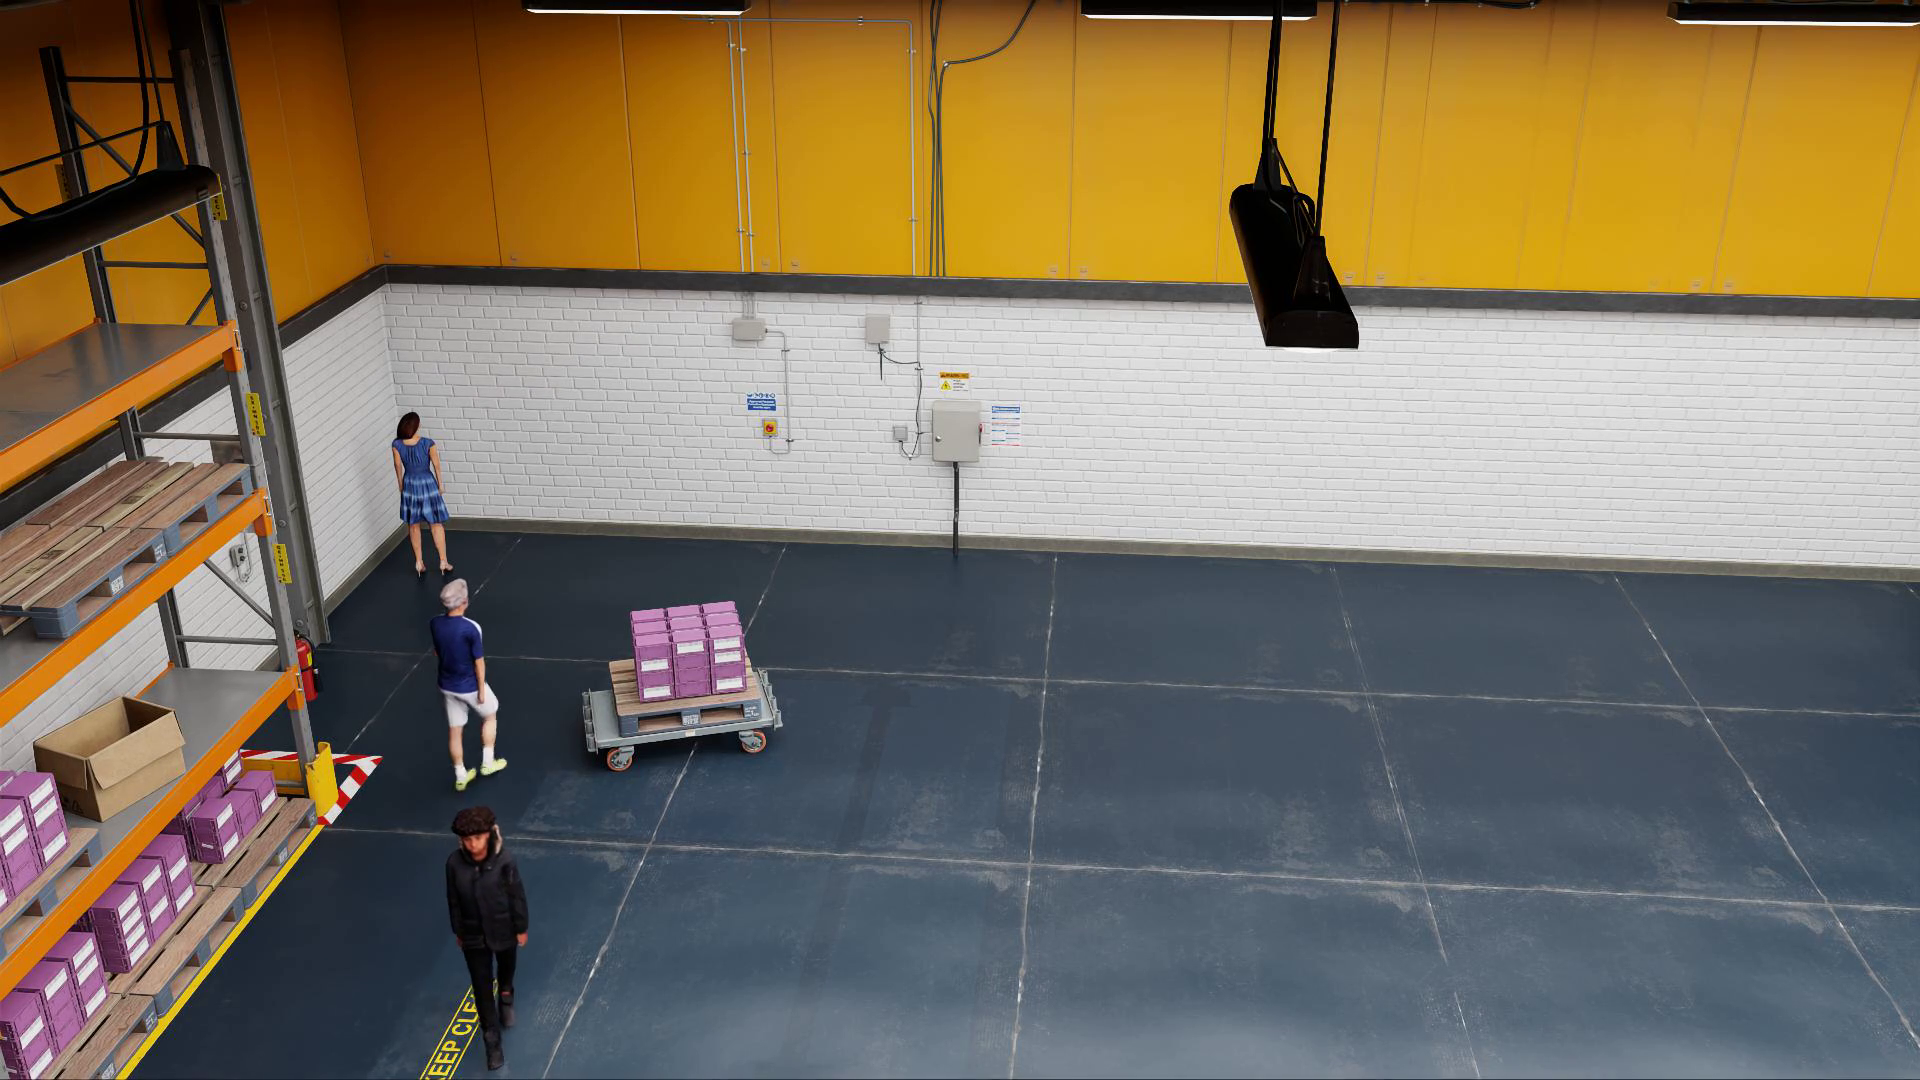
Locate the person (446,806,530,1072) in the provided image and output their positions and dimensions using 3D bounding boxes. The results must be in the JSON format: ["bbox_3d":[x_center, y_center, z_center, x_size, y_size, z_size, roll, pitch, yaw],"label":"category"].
[{"bbox_3d":[-3.050,2.467,10.796,0.888,1.733,1.158,-7,24,-15],"label":"person"}]

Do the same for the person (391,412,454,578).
[{"bbox_3d":[-5.655,-0.484,17.455,0.693,1.805,0.611,-1,24,-3],"label":"person"}]

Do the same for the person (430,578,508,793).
[{"bbox_3d":[-4.100,1.222,13.538,0.670,1.817,0.718,5,24,10],"label":"person"}]
